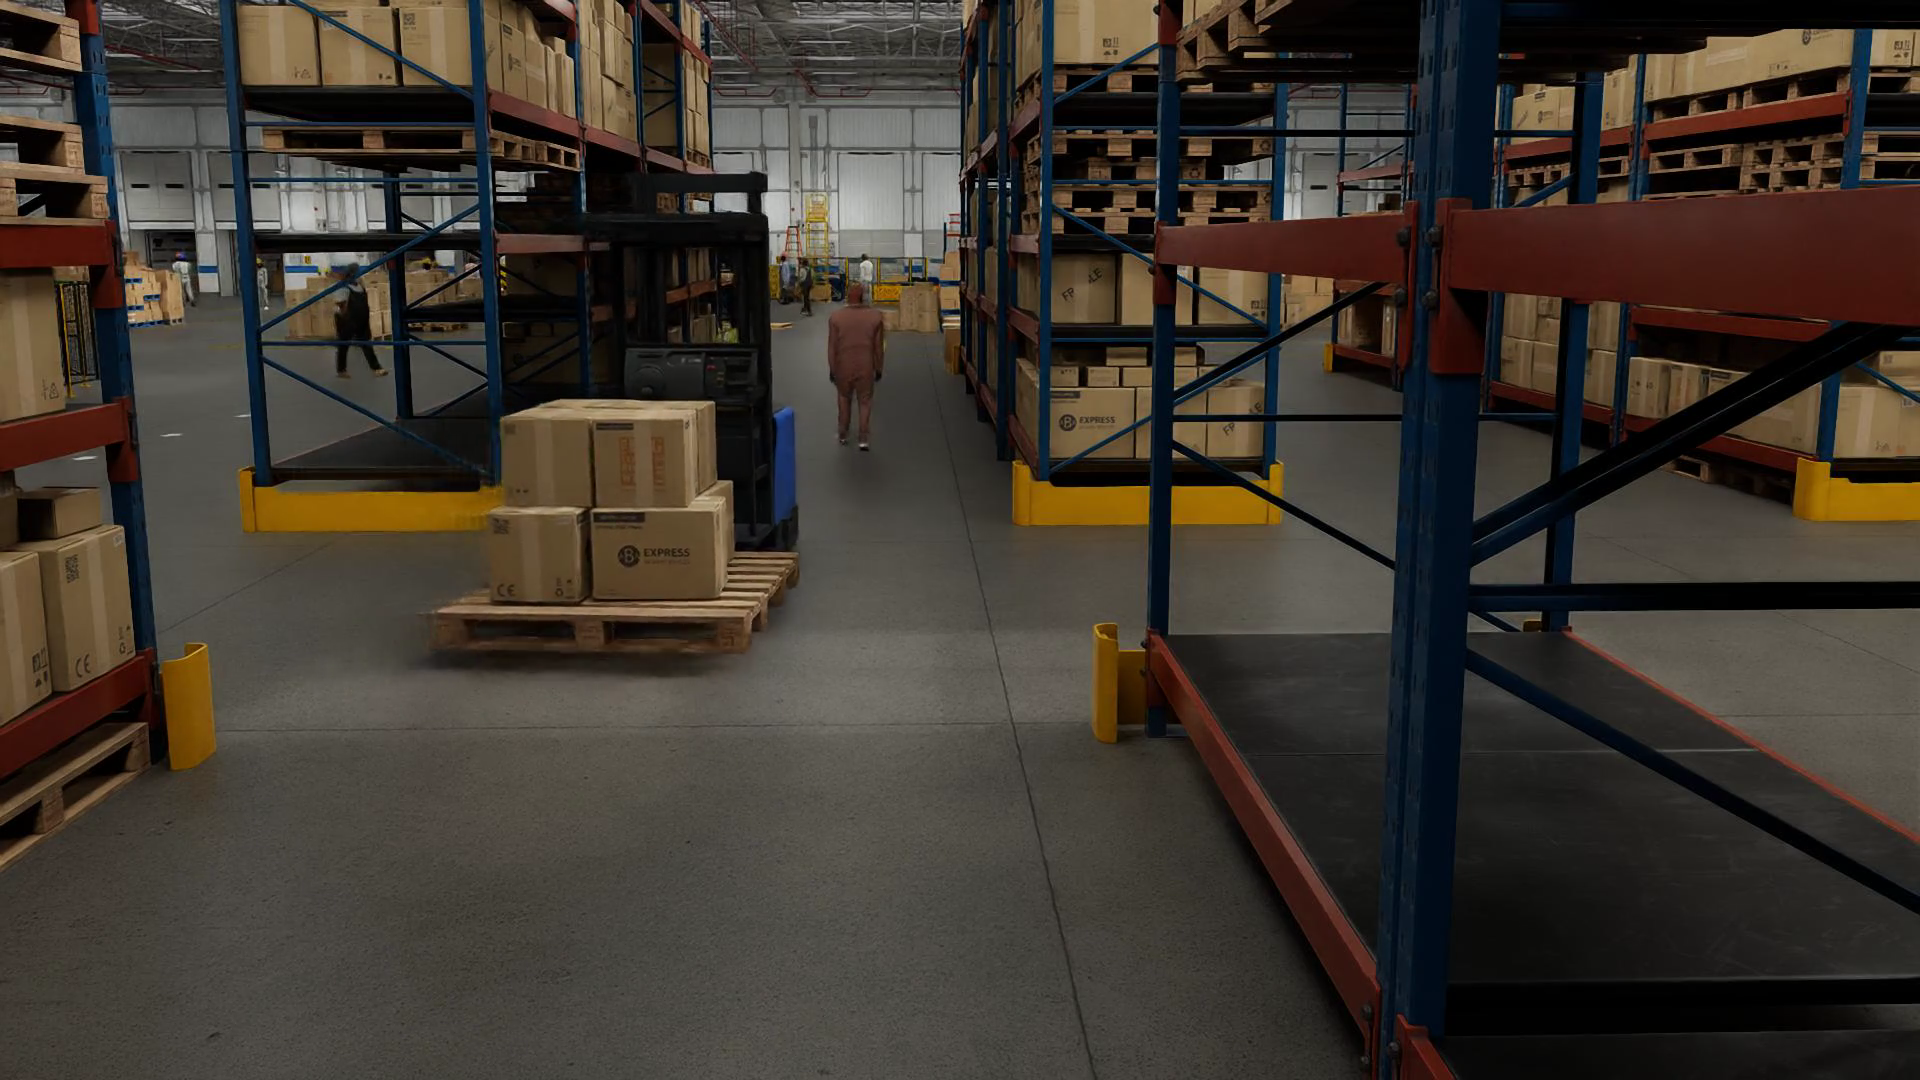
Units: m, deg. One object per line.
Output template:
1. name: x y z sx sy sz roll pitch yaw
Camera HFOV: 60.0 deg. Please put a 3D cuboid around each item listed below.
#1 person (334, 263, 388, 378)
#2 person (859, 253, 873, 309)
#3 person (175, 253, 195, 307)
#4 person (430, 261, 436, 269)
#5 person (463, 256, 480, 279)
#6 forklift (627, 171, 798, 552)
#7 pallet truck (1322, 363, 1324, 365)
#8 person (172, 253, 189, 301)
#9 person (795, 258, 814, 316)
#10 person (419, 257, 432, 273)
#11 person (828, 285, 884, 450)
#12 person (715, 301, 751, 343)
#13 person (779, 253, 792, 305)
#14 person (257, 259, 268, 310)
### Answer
1. person: -10.385 -3.783 28.534 1.009 2.000 0.687 5 11 26
2. person: -3.281 -8.992 57.858 0.371 1.934 0.627 7 12 34
3. person: -27.858 -9.335 59.792 0.817 1.928 0.625 9 14 42
4. person: -16.174 -7.707 51.222 0.647 1.724 0.566 0 10 0
5. person: -16.925 -8.930 57.765 0.623 1.844 0.430 4 11 23
6. forklift: -1.838 -1.218 11.906 1.129 2.768 1.873 1 10 4
7. pallet truck: 7.712 -4.157 30.737 1.885 1.965 0.823 3 11 16
8. person: -30.397 -10.240 64.838 0.722 1.922 0.555 9 14 43
9. person: -4.941 -7.986 52.588 0.542 1.800 0.921 -10 14 -43
10. person: -15.385 -7.194 47.895 0.547 1.909 0.591 2 10 13
11. person: -1.192 -1.971 18.972 0.658 1.847 1.028 -2 10 -11
12. person: -2.457 -1.792 18.402 0.542 1.695 0.316 -6 12 -30
13. person: -6.549 -9.709 61.932 0.417 1.903 0.652 1 10 8
14. person: -24.175 -8.831 57.485 0.488 1.743 0.317 2 10 13
